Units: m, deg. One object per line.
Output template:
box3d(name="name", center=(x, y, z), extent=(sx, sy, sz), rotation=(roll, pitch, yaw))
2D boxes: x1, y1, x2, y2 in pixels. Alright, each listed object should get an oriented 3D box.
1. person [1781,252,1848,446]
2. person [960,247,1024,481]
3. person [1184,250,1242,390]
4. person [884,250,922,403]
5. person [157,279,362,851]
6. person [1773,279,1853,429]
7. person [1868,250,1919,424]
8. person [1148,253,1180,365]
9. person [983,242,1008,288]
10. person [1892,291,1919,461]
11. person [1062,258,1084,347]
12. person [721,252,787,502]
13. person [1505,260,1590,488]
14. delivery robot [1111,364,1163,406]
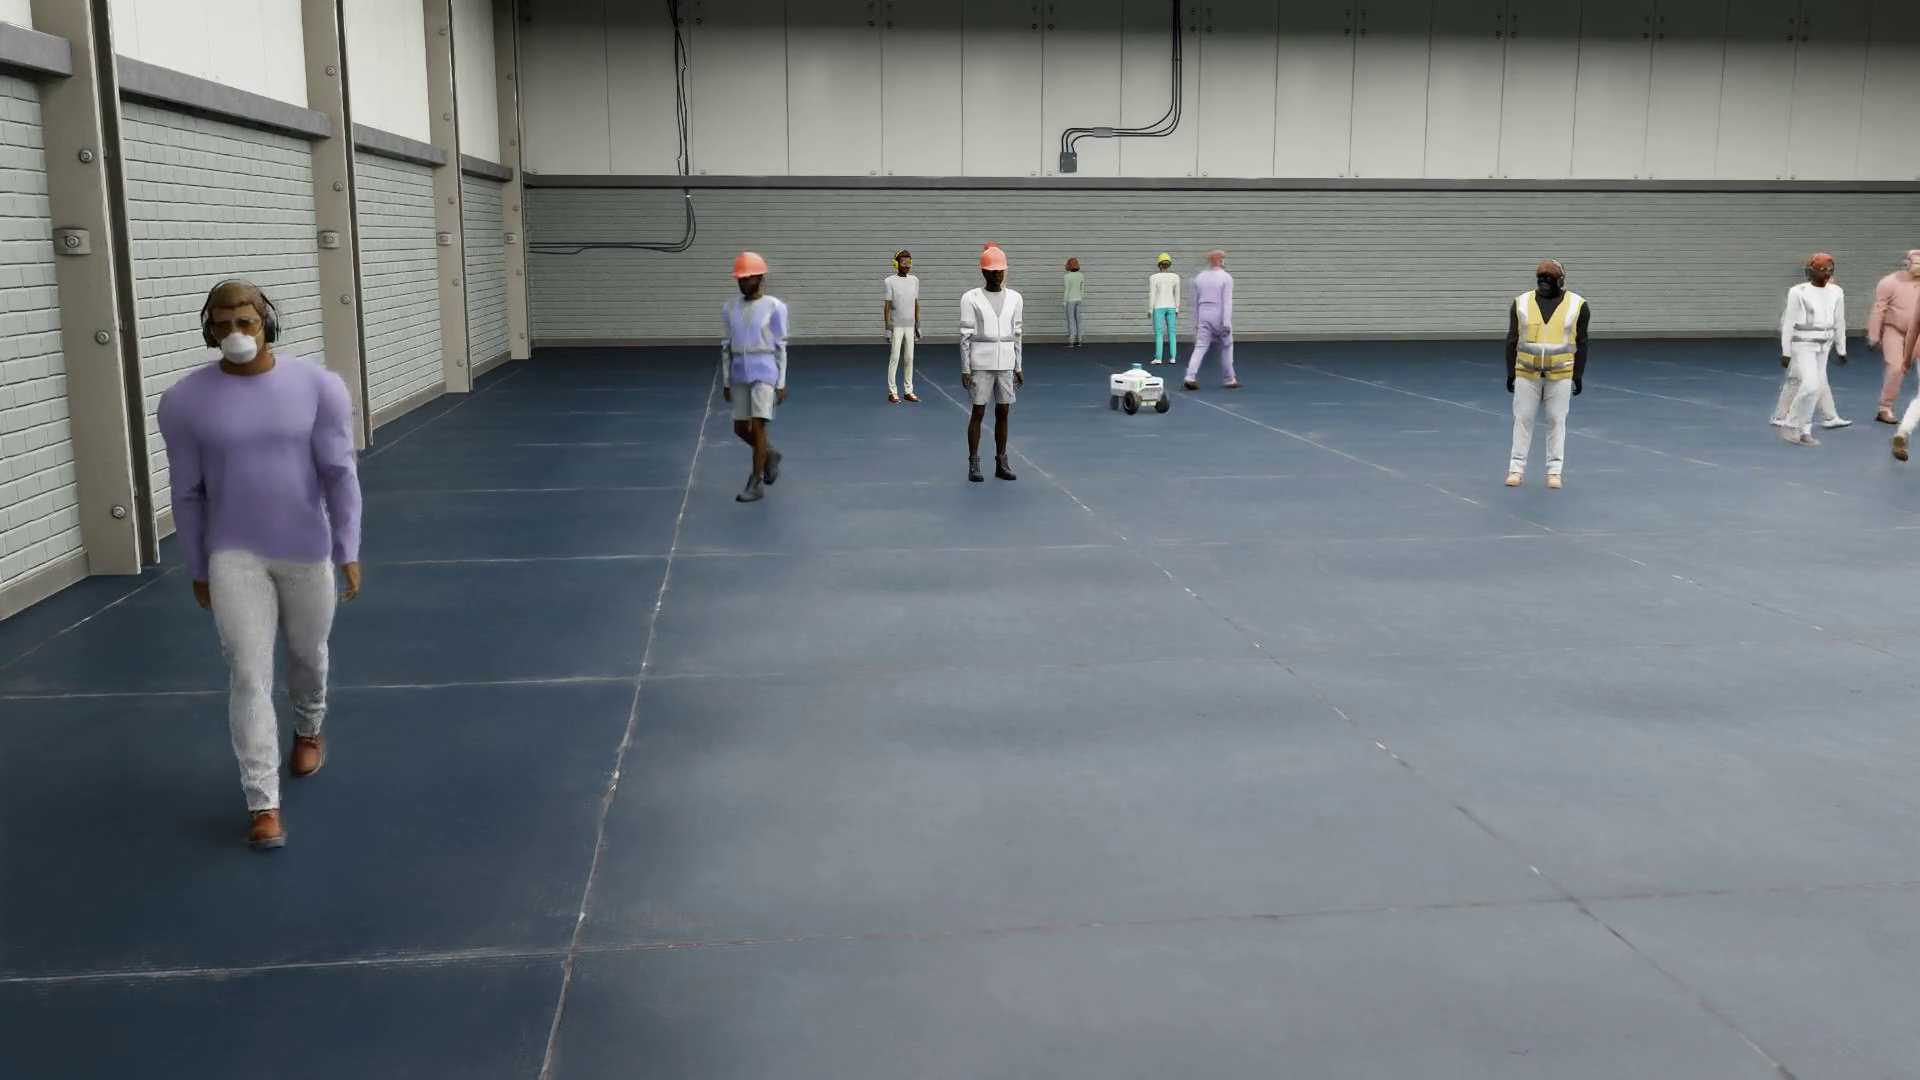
box3d(name="person", center=(8.263, -1.831, 16.069), extent=(0.588, 1.868, 0.417), rotation=(-3, 11, -17))
box3d(name="person", center=(0.278, -1.448, 13.796), extent=(0.552, 1.935, 0.369), rotation=(-4, 11, -19))
box3d(name="person", center=(3.345, -2.909, 22.060), extent=(0.991, 1.857, 0.649), rotation=(-10, 14, -44))
box3d(name="person", center=(-0.697, -2.602, 20.348), extent=(0.516, 1.863, 0.312), rotation=(-8, 13, -36))
box3d(name="person", center=(-2.433, 0.028, 5.849), extent=(0.626, 1.894, 1.012), rotation=(-4, 11, -22))
box3d(name="person", center=(9.004, -1.953, 17.492), extent=(0.514, 1.599, 0.781), rotation=(-10, 14, -43))
box3d(name="person", center=(10.233, -2.186, 17.990), extent=(0.658, 1.876, 0.650), rotation=(-2, 11, -11))
box3d(name="person", center=(3.234, -3.669, 26.442), extent=(0.533, 1.767, 0.326), rotation=(-3, 11, -18))
box3d(name="person", center=(0.543, -4.001, 27.818), extent=(0.374, 1.928, 0.542), rotation=(9, 14, 40))
box3d(name="person", center=(8.551, -1.585, 14.482), extent=(0.639, 1.957, 0.658), rotation=(-7, 12, -33))
box3d(name="person", center=(2.090, -4.394, 30.776), extent=(0.499, 1.633, 0.286), rotation=(-9, 14, -41))
box3d(name="person", center=(-1.568, -1.271, 12.902), extent=(0.547, 1.917, 0.691), rotation=(4, 11, 21))
box3d(name="person", center=(4.730, -1.334, 13.453), extent=(0.624, 1.838, 0.430), rotation=(5, 11, 24))
box3d(name="delivery robot", center=(2.044, -1.796, 19.236), extent=(0.477, 0.478, 0.707), rotation=(-5, 11, -24))
